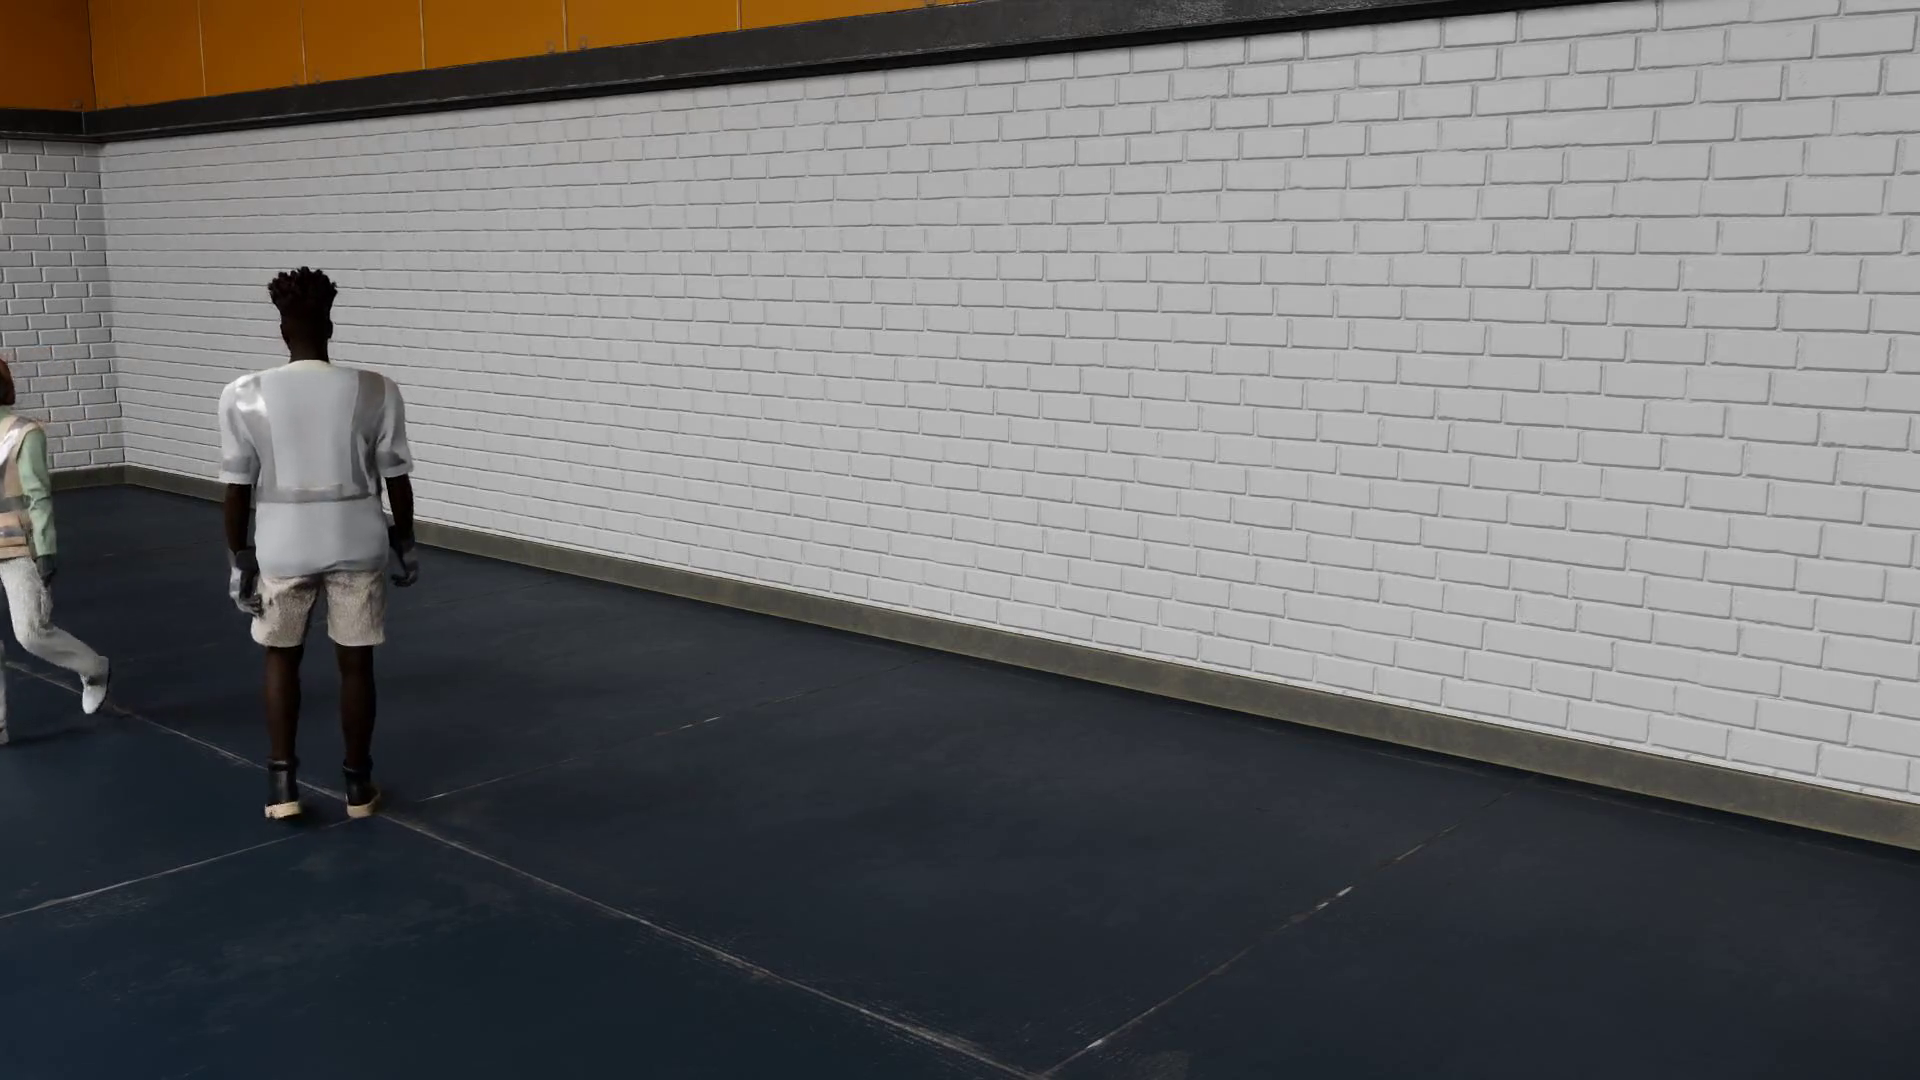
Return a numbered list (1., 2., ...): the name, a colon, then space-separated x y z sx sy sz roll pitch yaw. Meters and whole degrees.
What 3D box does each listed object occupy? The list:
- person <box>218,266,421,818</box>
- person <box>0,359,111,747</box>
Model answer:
1. person: -2.222 0.031 5.827 0.626 1.960 0.444 -3 10 -17
2. person: -3.839 0.039 6.765 0.522 1.621 0.634 3 10 16
